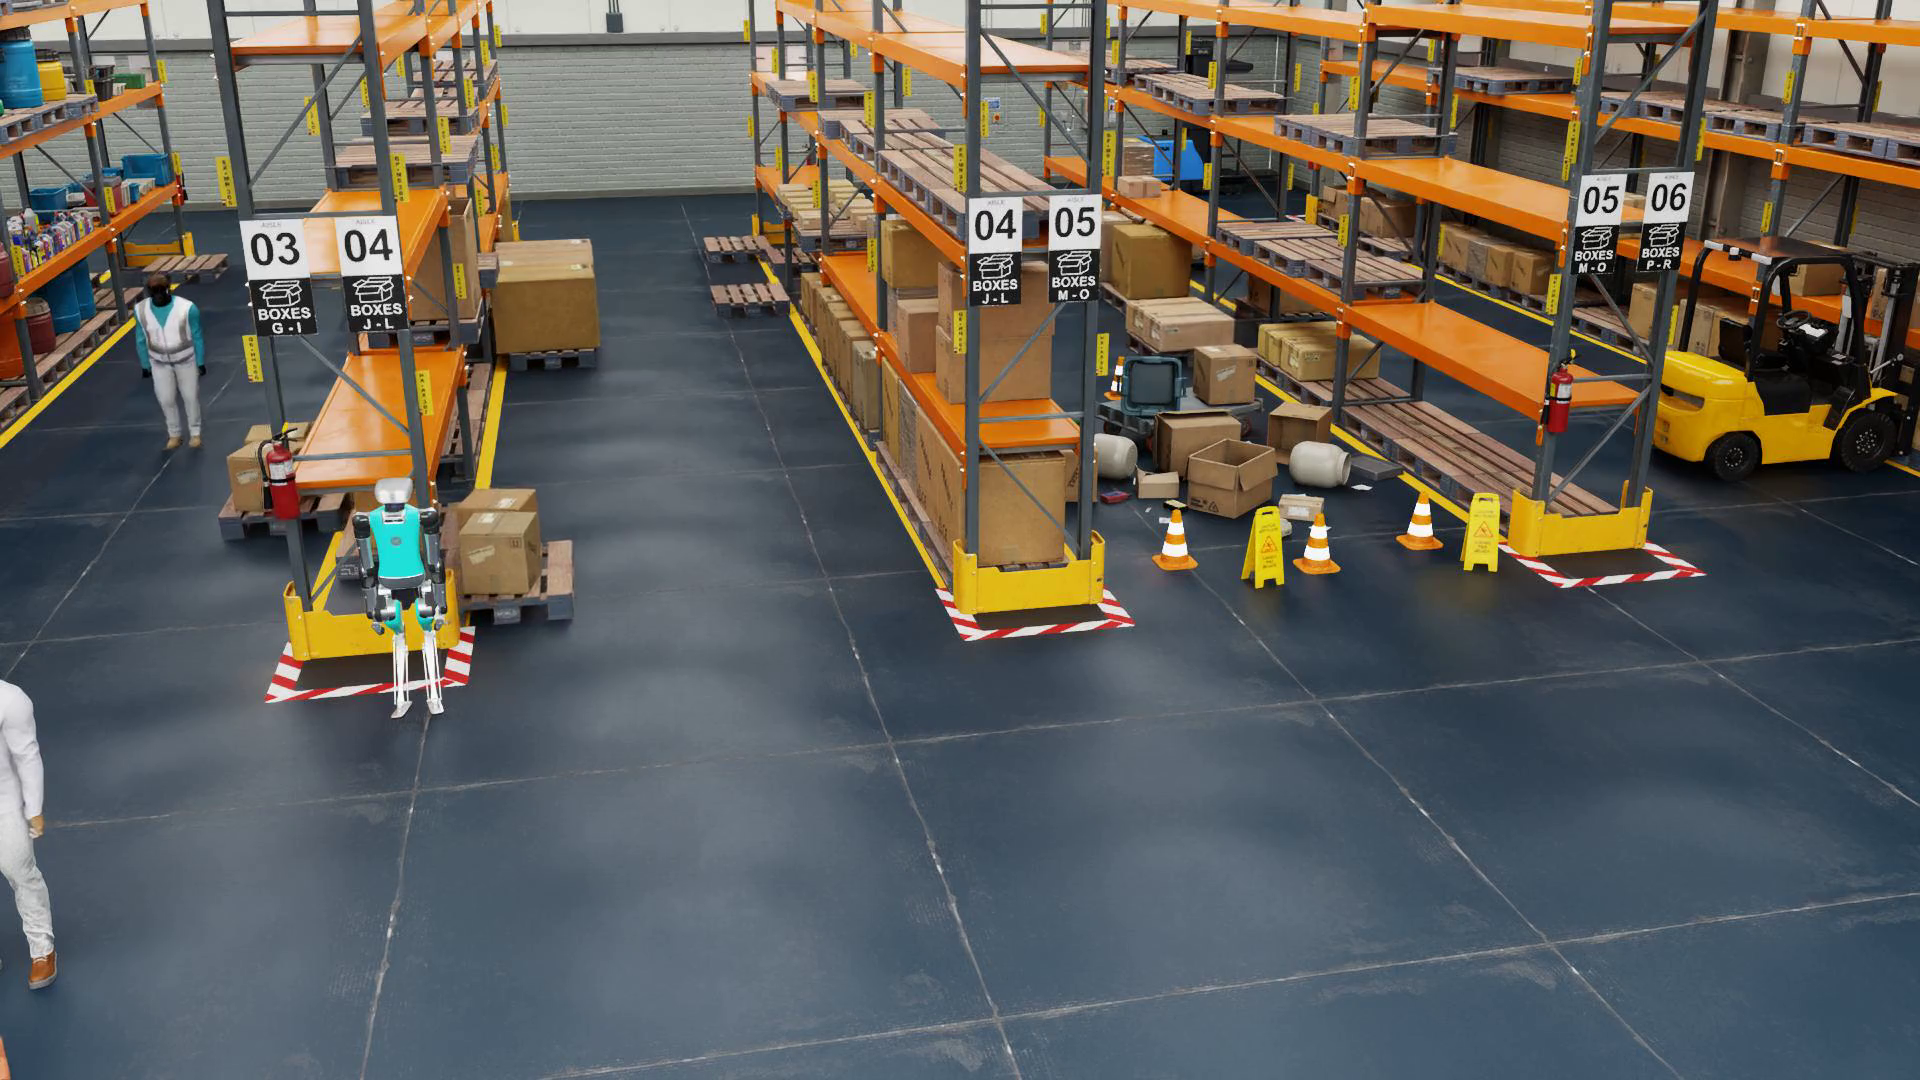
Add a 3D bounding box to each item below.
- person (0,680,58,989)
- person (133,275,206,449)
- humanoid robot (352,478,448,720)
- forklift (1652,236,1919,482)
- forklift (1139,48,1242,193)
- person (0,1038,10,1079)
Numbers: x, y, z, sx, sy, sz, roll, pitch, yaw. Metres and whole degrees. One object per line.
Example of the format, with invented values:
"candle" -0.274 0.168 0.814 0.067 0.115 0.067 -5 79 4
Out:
"person" -4.834 1.338 8.206 0.629 1.940 0.373 -4 21 -12
"person" -7.965 -1.794 16.833 0.639 1.814 0.461 -5 21 -13
"humanoid robot" -3.641 0.342 10.990 0.533 1.671 0.735 -4 21 -12
"forklift" 8.013 -1.814 16.330 2.313 2.155 1.214 -4 21 -12
"forklift" 4.566 -8.313 32.860 1.873 2.768 1.129 -4 21 -12
"person" -3.748 2.135 6.100 0.512 1.910 0.363 -4 21 -12
